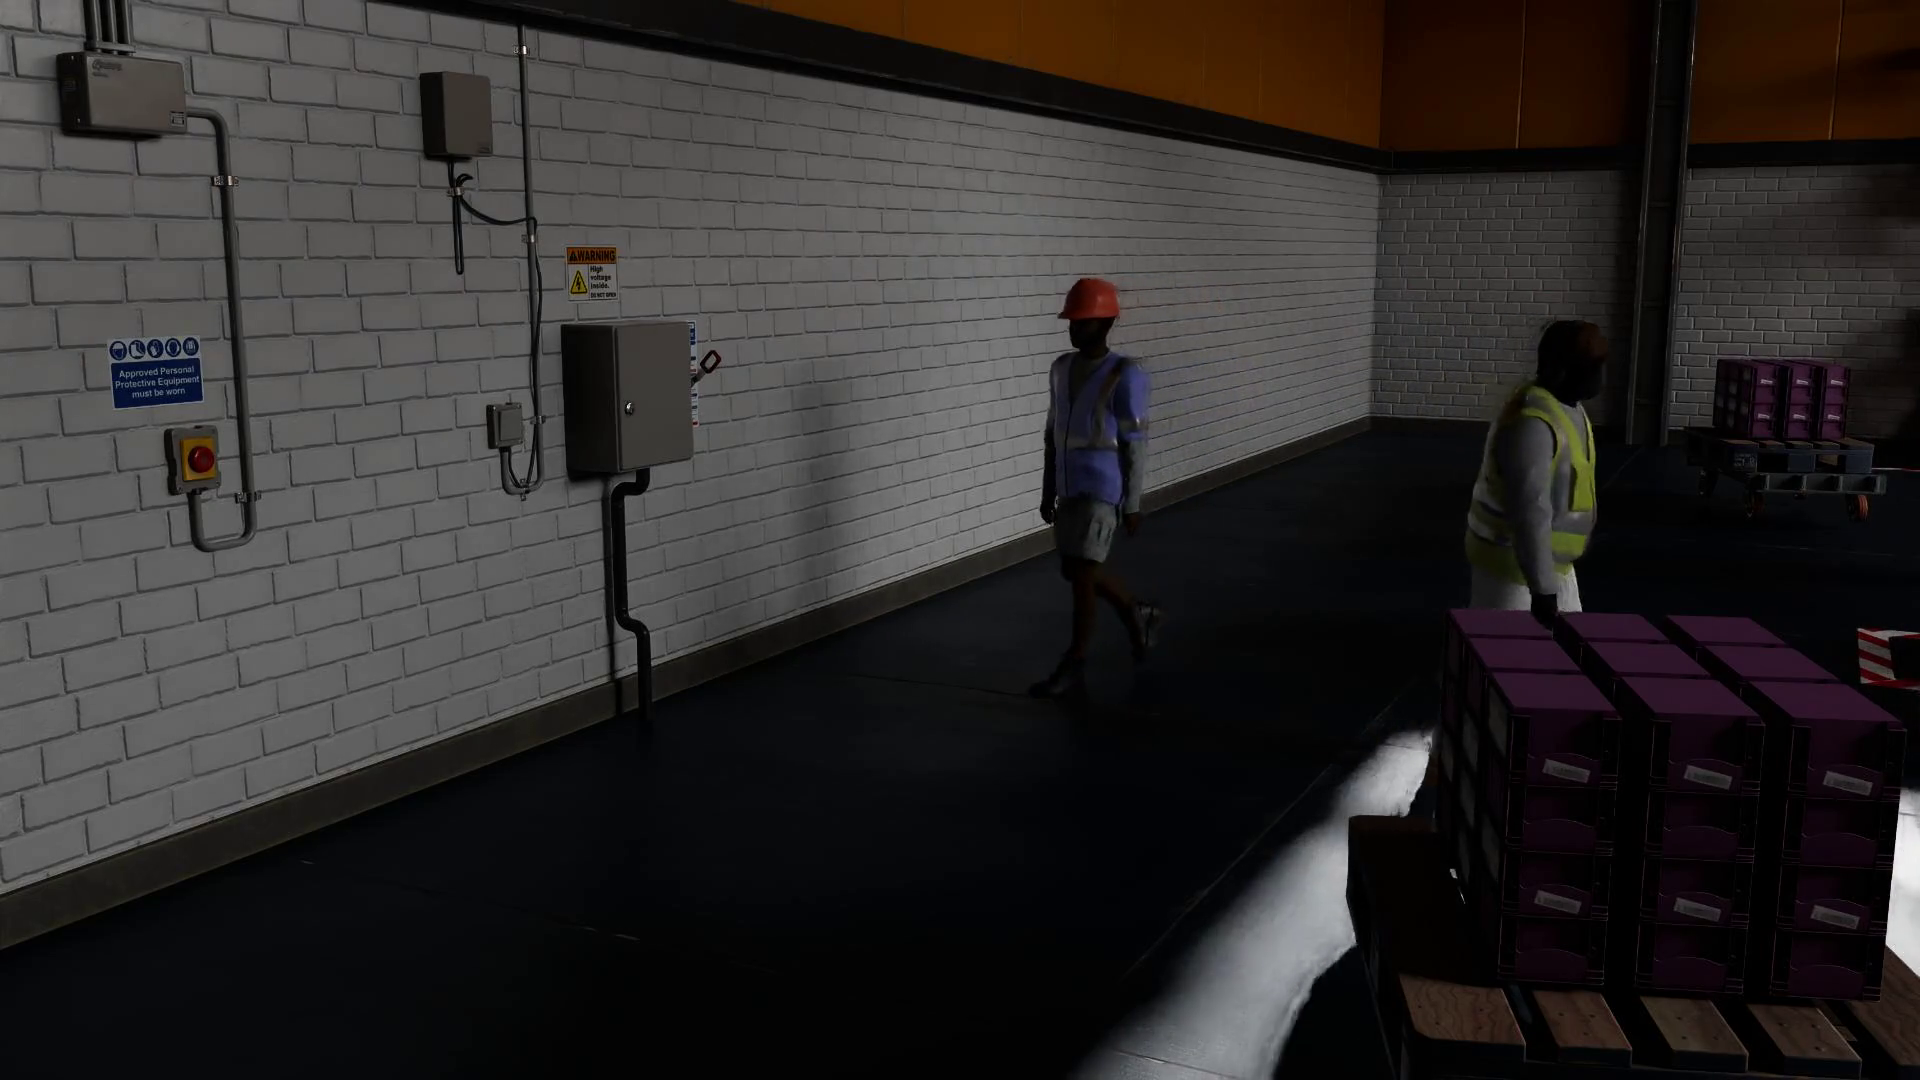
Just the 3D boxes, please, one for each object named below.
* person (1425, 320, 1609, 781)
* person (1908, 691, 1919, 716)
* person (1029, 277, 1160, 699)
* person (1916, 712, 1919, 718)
[{"bbox_3d":[2.133,0.095,6.065,0.866,1.784,0.661,7,12,35],"label":"person"},{"bbox_3d":[3.977,-0.048,6.432,0.660,1.972,0.727,-4,11,-22],"label":"person"},{"bbox_3d":[0.652,-0.254,7.709,0.804,1.918,0.553,-7,12,-36],"label":"person"},{"bbox_3d":[4.433,-0.050,6.761,0.944,1.829,0.597,1,10,4],"label":"person"}]
